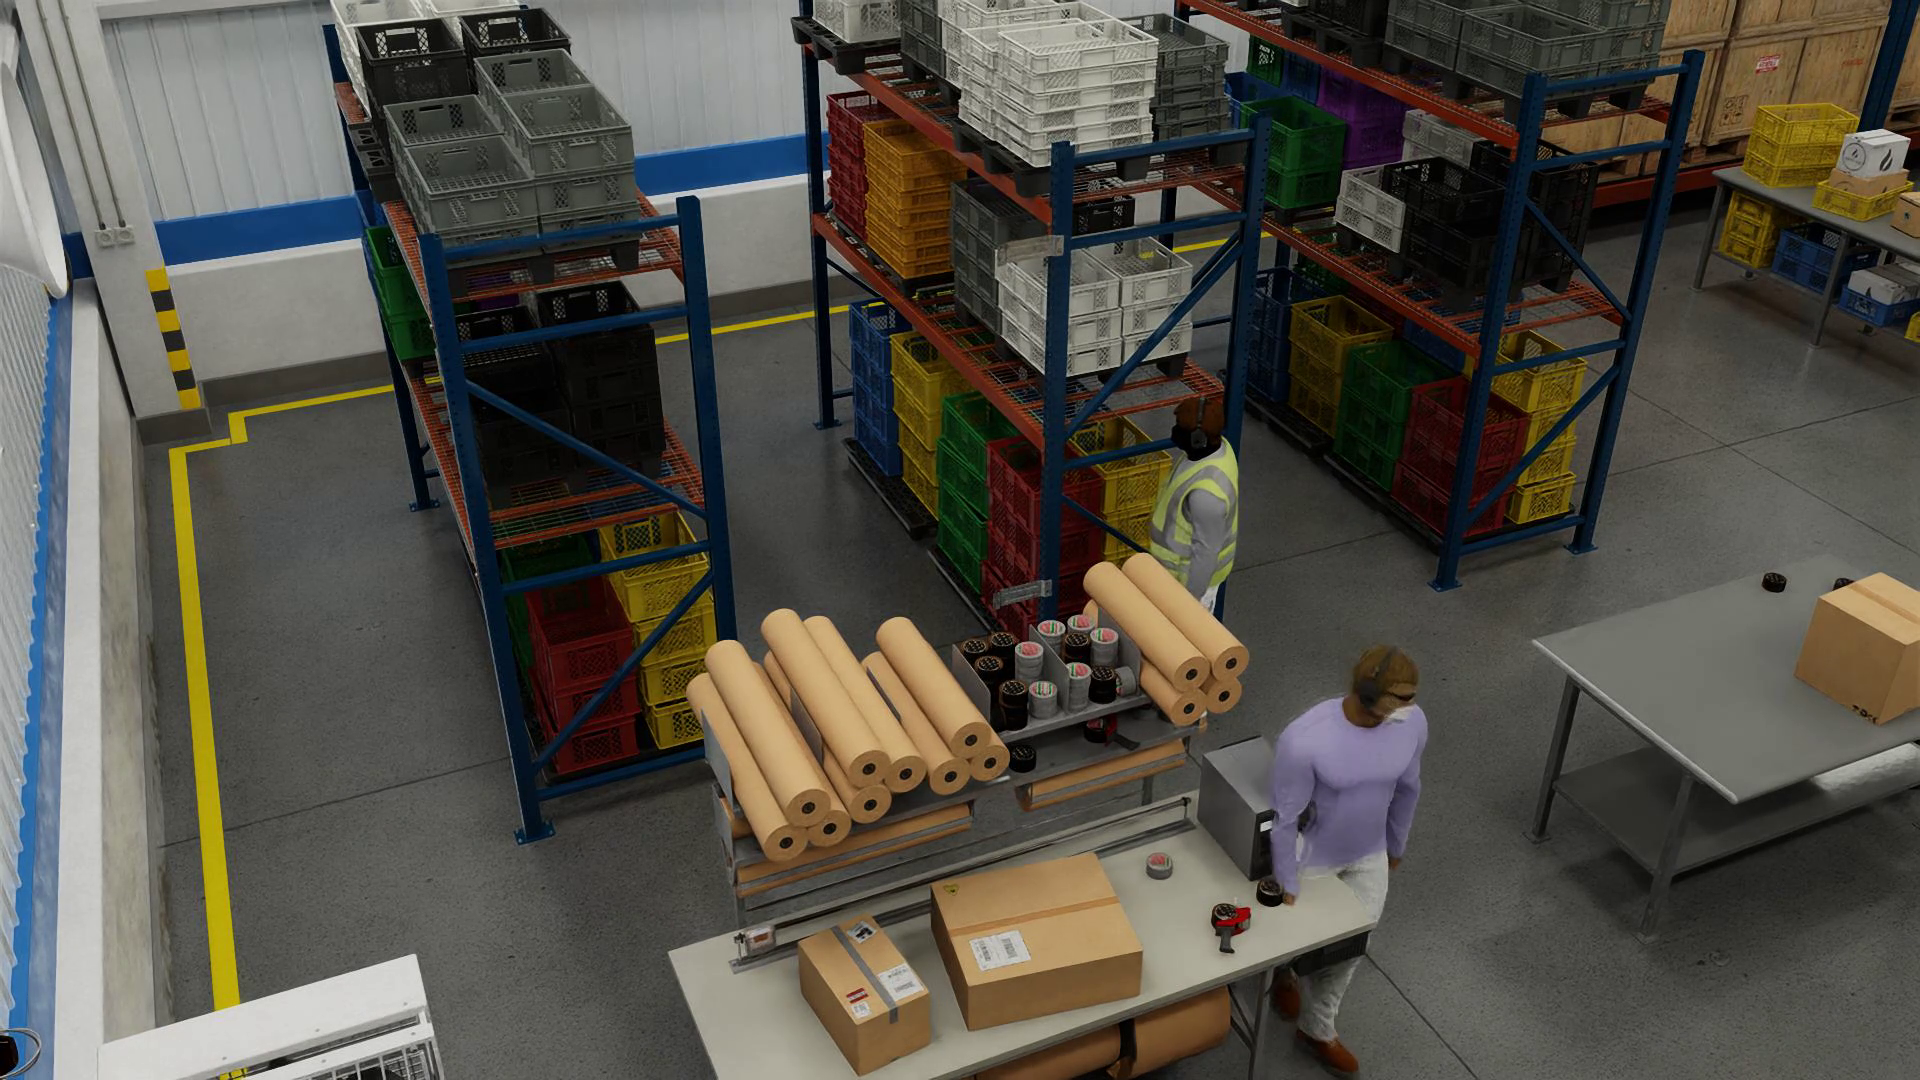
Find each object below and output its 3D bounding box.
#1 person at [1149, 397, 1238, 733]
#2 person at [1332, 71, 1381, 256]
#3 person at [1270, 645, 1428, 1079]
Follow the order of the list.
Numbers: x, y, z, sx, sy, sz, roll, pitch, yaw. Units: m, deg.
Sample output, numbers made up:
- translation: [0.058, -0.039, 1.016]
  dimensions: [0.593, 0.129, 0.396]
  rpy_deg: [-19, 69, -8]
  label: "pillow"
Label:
- translation: [1.142, 0.127, 8.250]
  dimensions: [0.428, 1.842, 0.631]
  rpy_deg: [4, 32, 7]
  label: "person"
- translation: [3.245, -3.182, 13.588]
  dimensions: [0.572, 1.883, 0.356]
  rpy_deg: [-8, 33, -13]
  label: "person"
- translation: [1.471, 1.222, 6.415]
  dimensions: [0.666, 1.895, 0.577]
  rpy_deg: [-8, 33, -13]
  label: "person"
